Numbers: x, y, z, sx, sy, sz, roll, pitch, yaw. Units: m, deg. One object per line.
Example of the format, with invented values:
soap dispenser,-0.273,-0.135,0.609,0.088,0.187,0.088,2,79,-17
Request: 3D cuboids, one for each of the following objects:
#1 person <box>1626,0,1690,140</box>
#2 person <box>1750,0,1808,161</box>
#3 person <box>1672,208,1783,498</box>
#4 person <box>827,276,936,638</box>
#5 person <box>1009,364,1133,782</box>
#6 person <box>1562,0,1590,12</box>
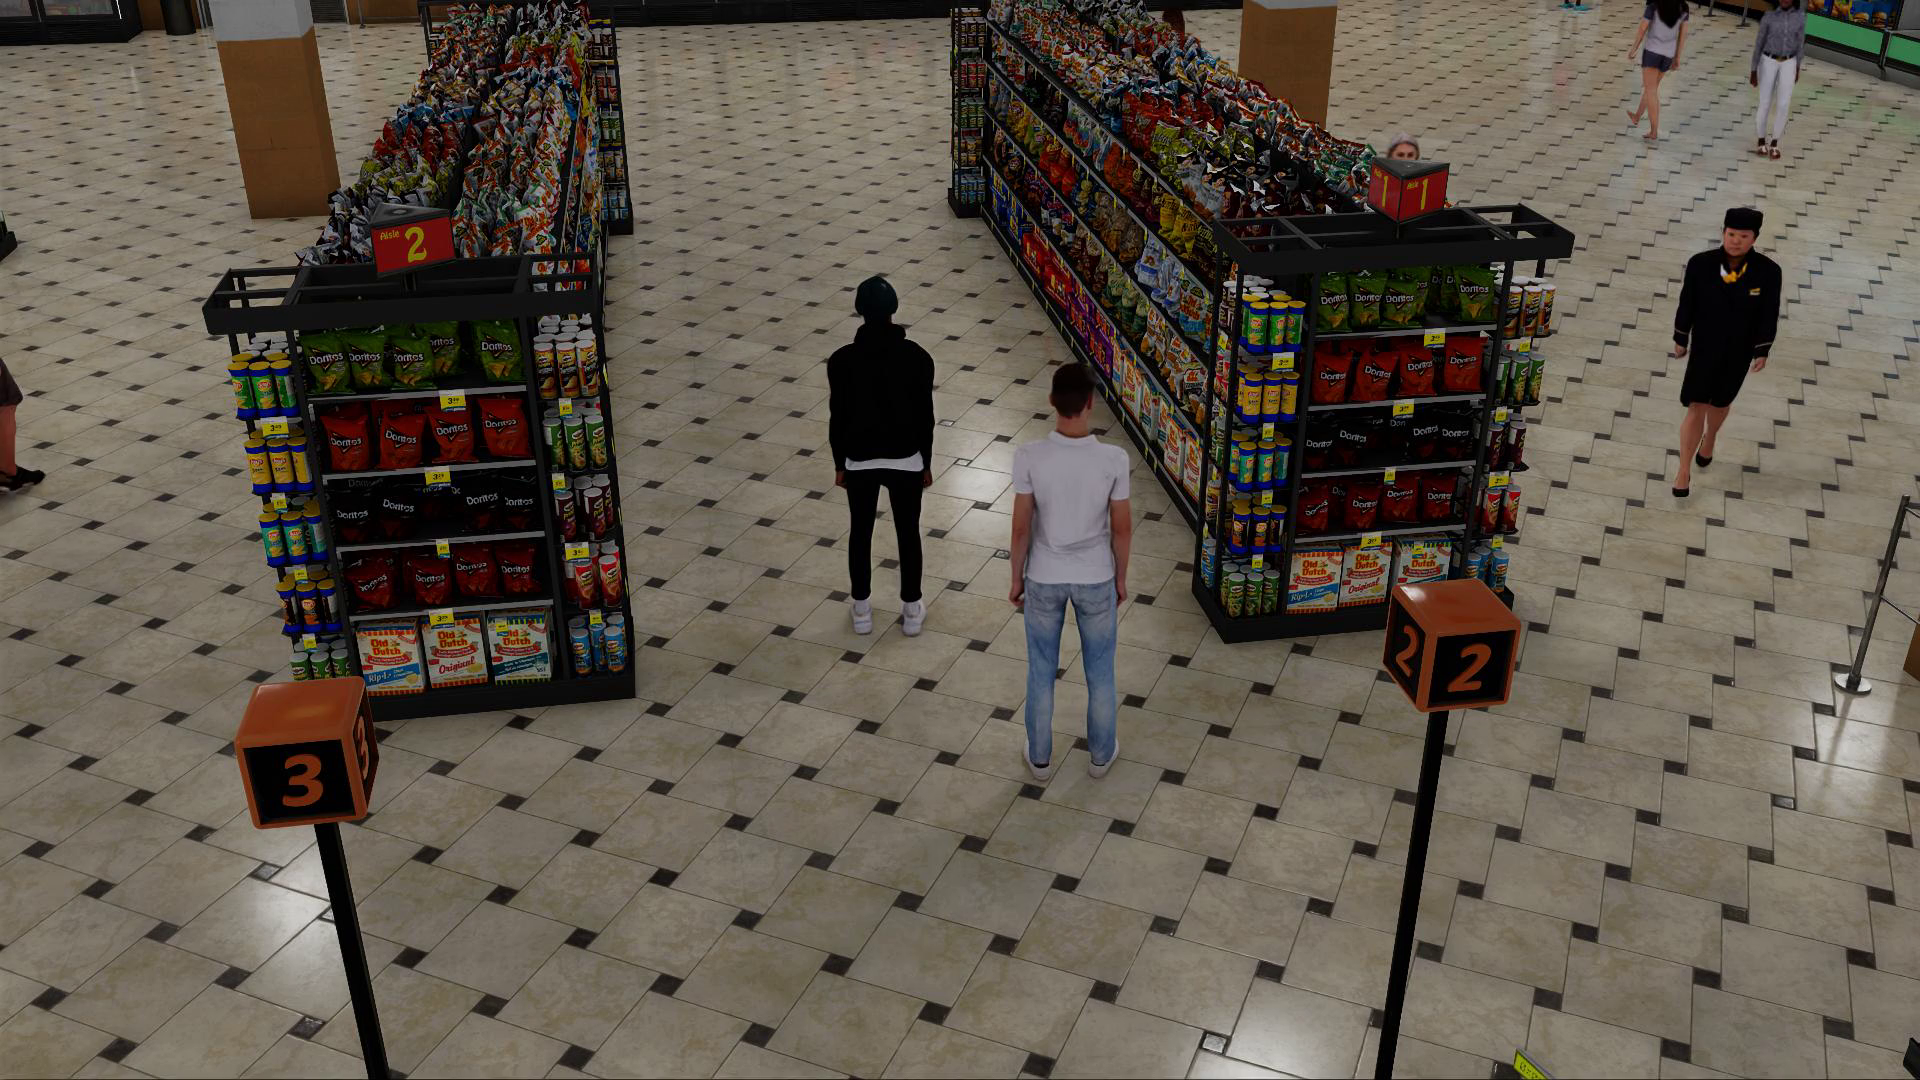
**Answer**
person,7.269,-4.987,17.244,0.657,1.659,1.127,-3,27,-6
person,8.150,-4.706,16.640,0.778,1.703,0.839,7,28,14
person,4.410,-1.095,9.596,1.063,1.635,1.178,14,30,25
person,-0.369,-0.387,7.998,0.706,1.818,0.647,0,27,1
person,0.455,0.163,6.873,0.704,1.855,0.641,2,27,4
person,9.190,-8.732,24.558,0.705,1.723,0.599,-16,31,-28
